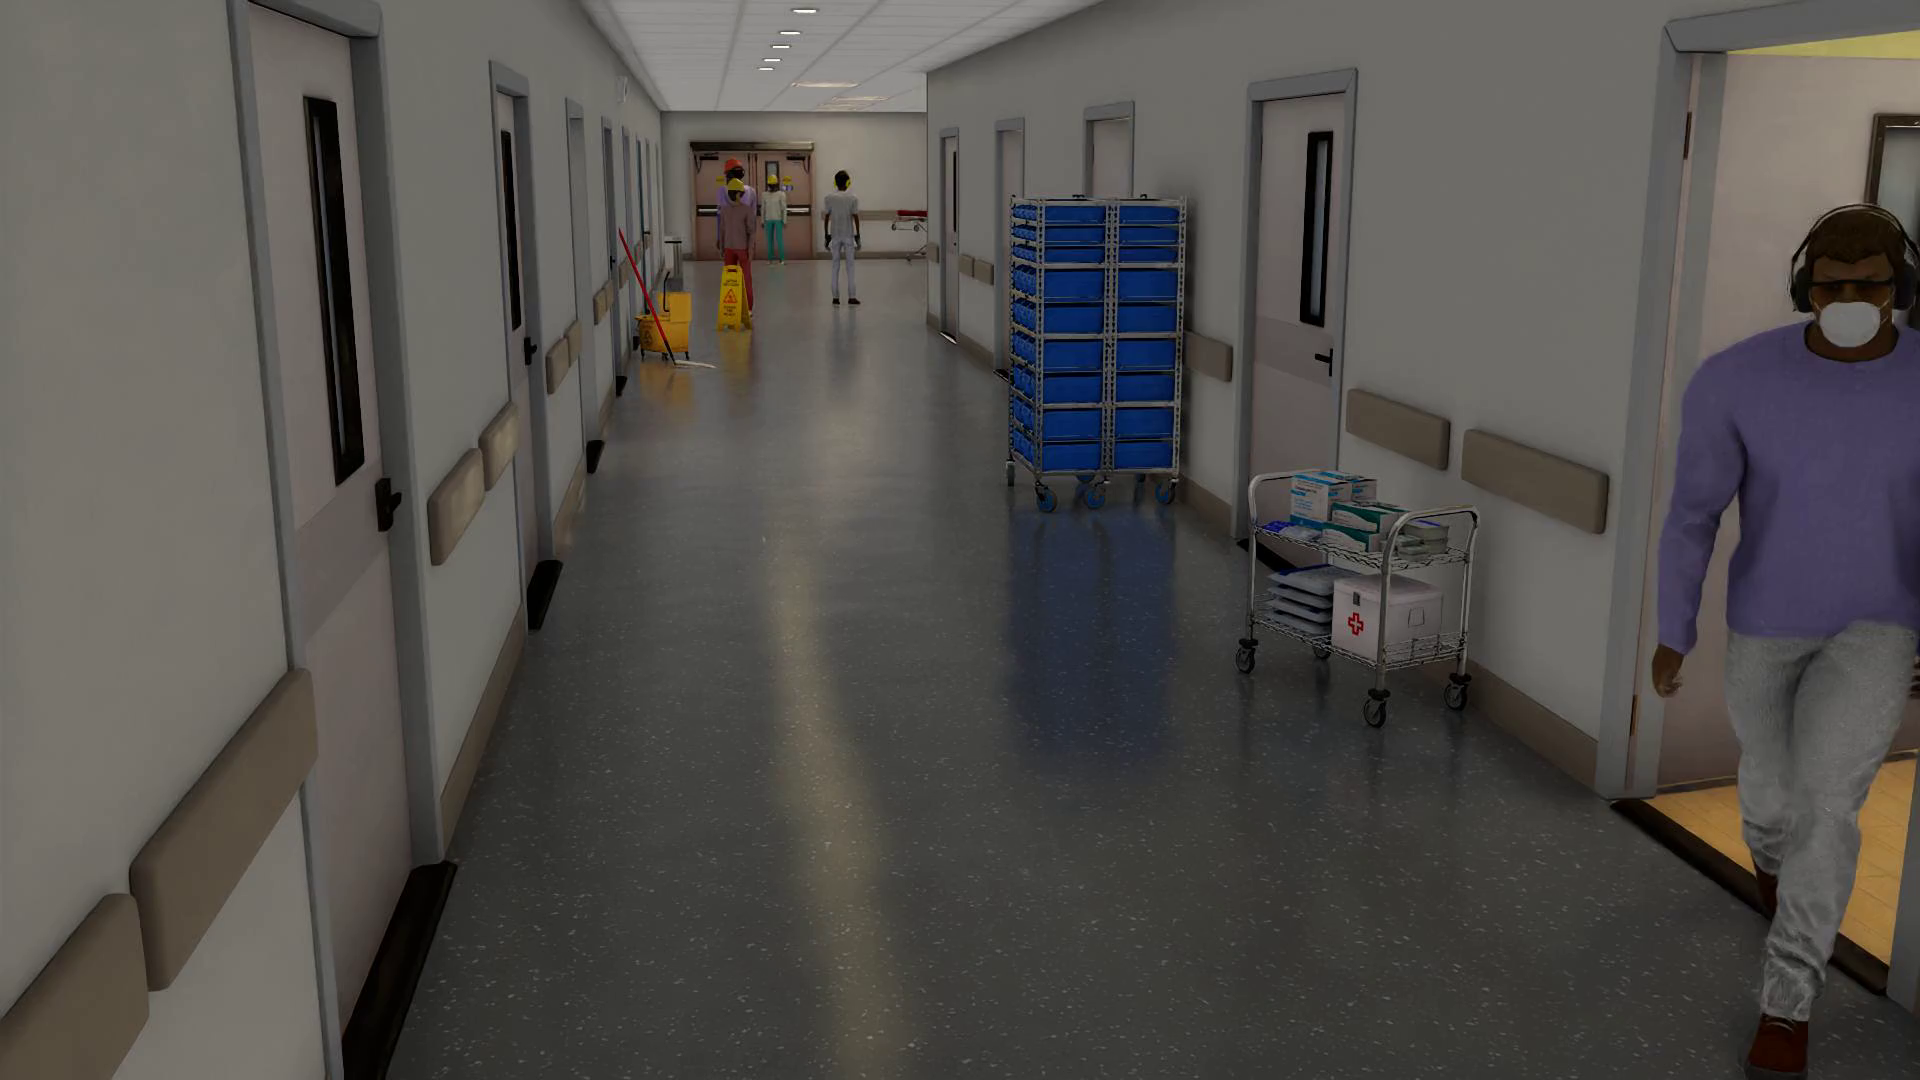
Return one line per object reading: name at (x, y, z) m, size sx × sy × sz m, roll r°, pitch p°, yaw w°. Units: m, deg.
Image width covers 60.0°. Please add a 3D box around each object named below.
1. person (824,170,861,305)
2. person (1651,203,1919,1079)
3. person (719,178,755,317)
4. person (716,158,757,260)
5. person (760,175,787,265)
person at (-1.649, -4.228, 23.321) m, size 0.535 × 1.864 × 0.309 m, roll 2°, pitch 13°, yaw 8°
person at (1.960, 0.167, 3.826) m, size 0.645 × 1.875 × 1.051 m, roll 7°, pitch 14°, yaw 28°
person at (-2.873, -3.749, 21.408) m, size 0.522 × 1.772 × 0.303 m, roll 6°, pitch 14°, yaw 23°
person at (-3.047, -4.146, 22.592) m, size 0.612 × 2.031 × 0.403 m, roll -12°, pitch 17°, yaw -42°
person at (-3.661, -6.278, 32.716) m, size 0.534 × 1.740 × 0.490 m, roll 4°, pitch 13°, yaw 16°
